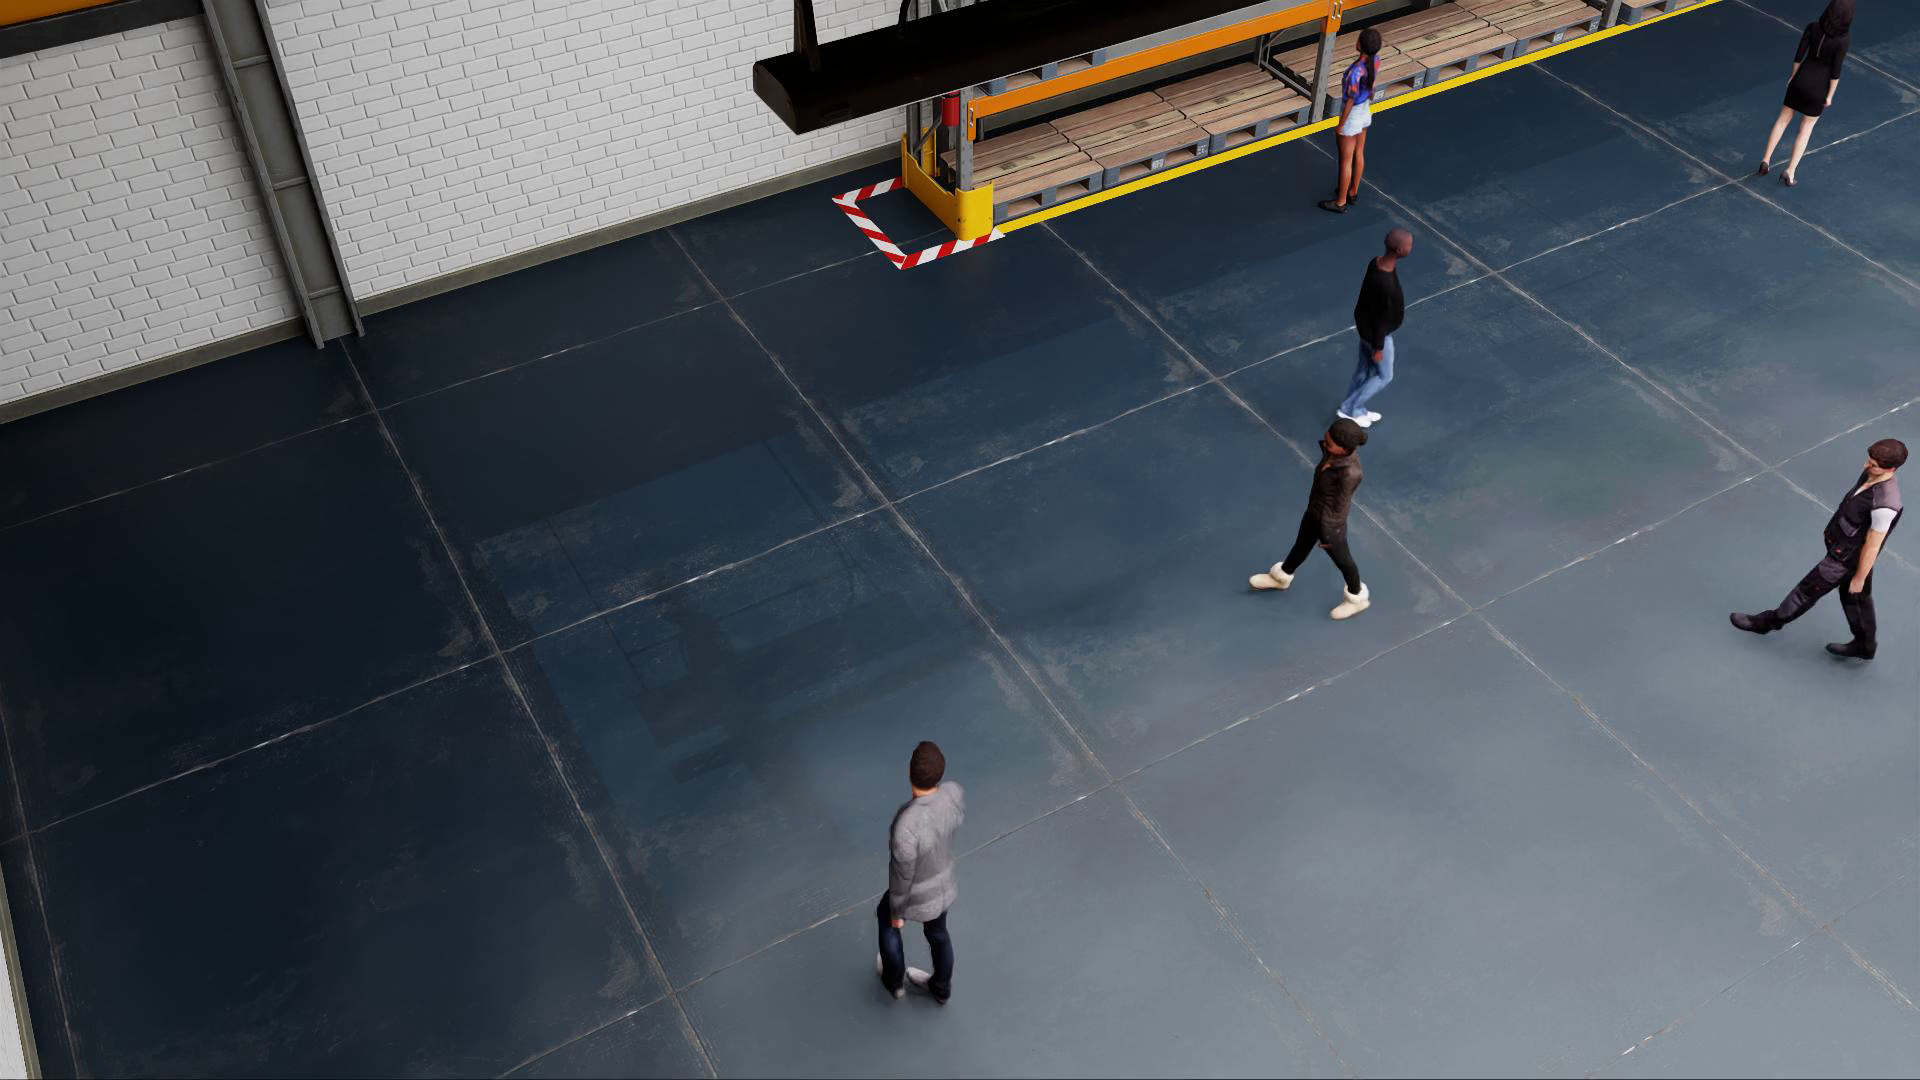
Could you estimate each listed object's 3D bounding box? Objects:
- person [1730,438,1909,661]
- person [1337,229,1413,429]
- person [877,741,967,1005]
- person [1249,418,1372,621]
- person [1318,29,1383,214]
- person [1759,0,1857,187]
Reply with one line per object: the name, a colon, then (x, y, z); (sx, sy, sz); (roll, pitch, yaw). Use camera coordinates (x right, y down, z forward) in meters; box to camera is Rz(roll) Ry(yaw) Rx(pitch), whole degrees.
person: (5.810, 0.101, 10.663); (1.209, 1.801, 1.202); (14, 45, 15)
person: (3.033, -1.552, 12.443); (0.744, 1.739, 0.725); (-3, 44, -3)
person: (-0.199, 1.867, 8.782); (0.877, 1.839, 0.725); (27, 50, 25)
person: (2.305, -0.149, 11.025); (0.923, 1.663, 1.117); (-19, 47, -19)
person: (3.492, -3.713, 14.710); (0.707, 1.741, 0.559); (32, 52, 29)
person: (7.662, -4.061, 15.028); (0.499, 1.806, 0.600); (-25, 49, -24)
